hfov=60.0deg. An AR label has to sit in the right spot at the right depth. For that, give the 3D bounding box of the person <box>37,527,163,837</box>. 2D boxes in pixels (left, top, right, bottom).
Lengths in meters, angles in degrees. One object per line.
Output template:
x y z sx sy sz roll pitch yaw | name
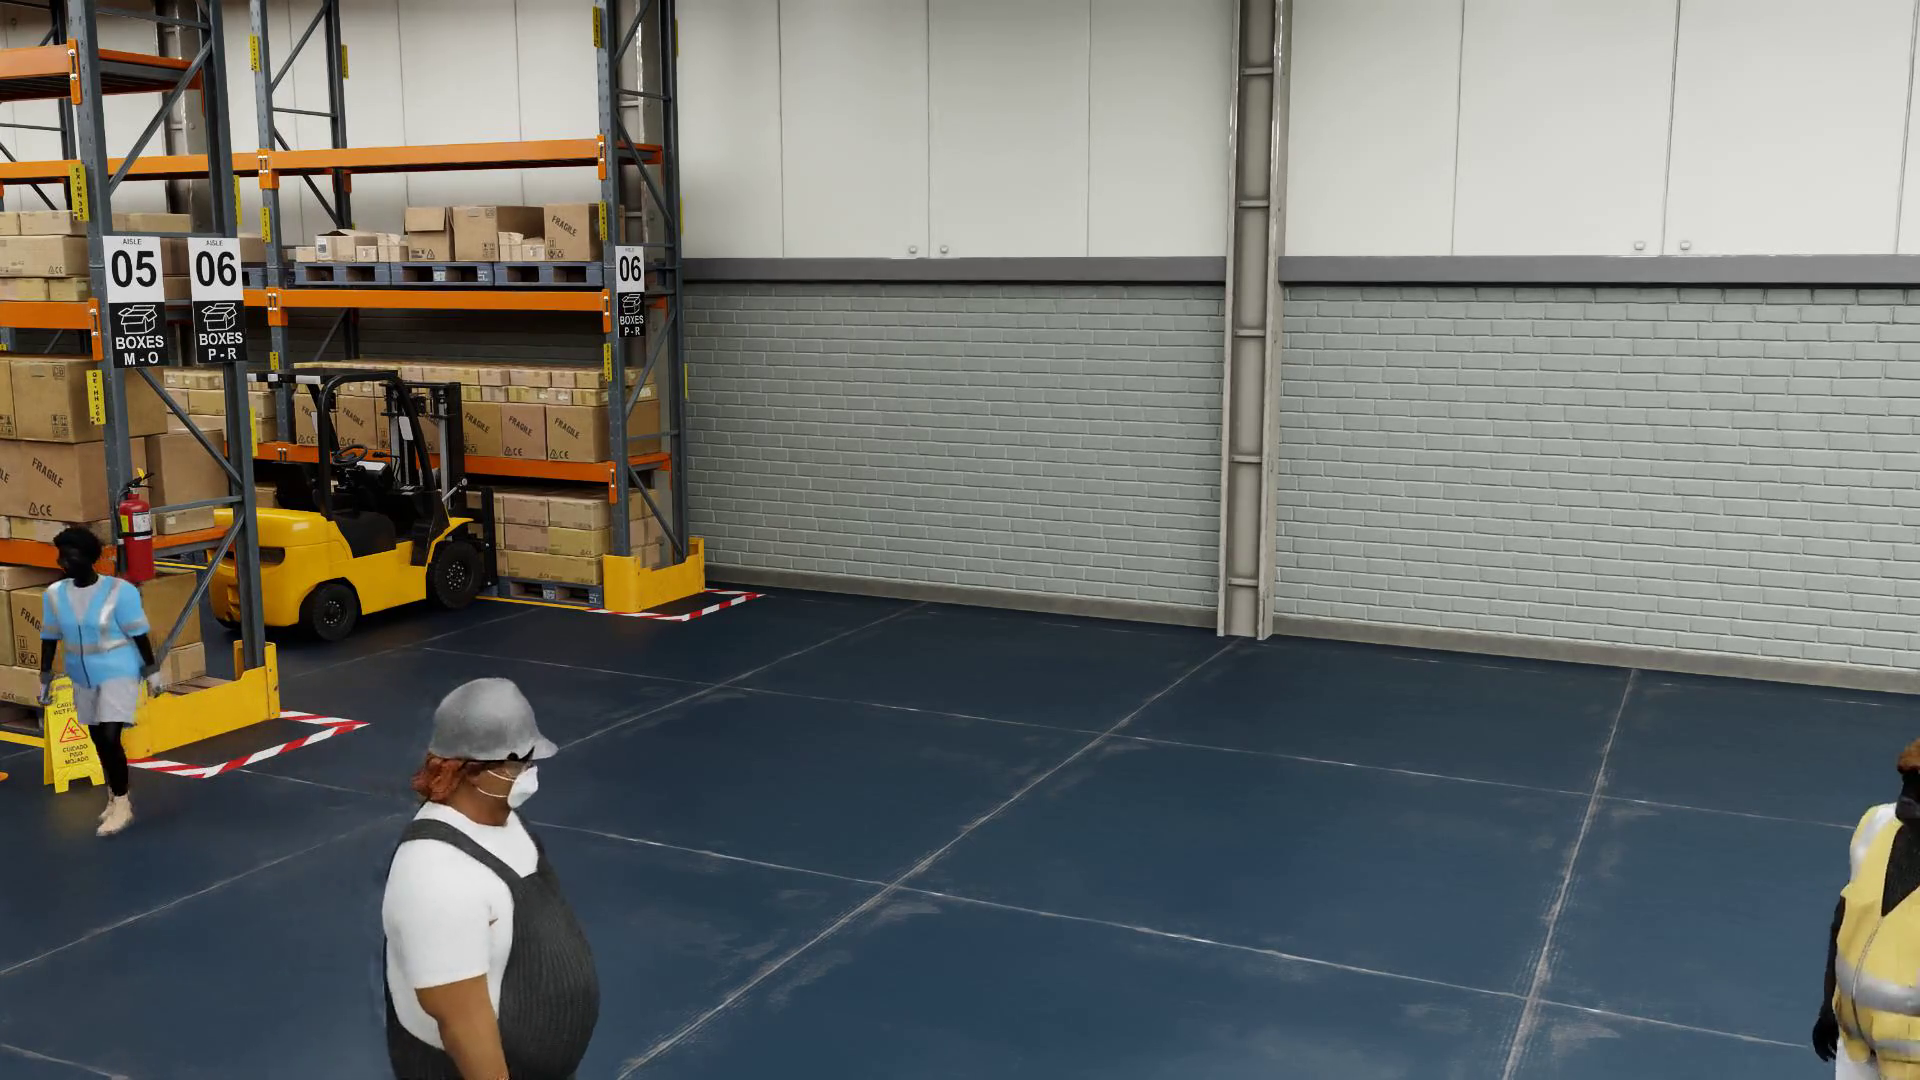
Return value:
-4.639 0.755 8.915 0.590 1.665 0.656 1 9 7 | person

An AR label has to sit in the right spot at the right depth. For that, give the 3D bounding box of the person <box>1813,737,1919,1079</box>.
2.686 1.394 4.553 0.704 1.824 0.640 -2 9 -10 | person
